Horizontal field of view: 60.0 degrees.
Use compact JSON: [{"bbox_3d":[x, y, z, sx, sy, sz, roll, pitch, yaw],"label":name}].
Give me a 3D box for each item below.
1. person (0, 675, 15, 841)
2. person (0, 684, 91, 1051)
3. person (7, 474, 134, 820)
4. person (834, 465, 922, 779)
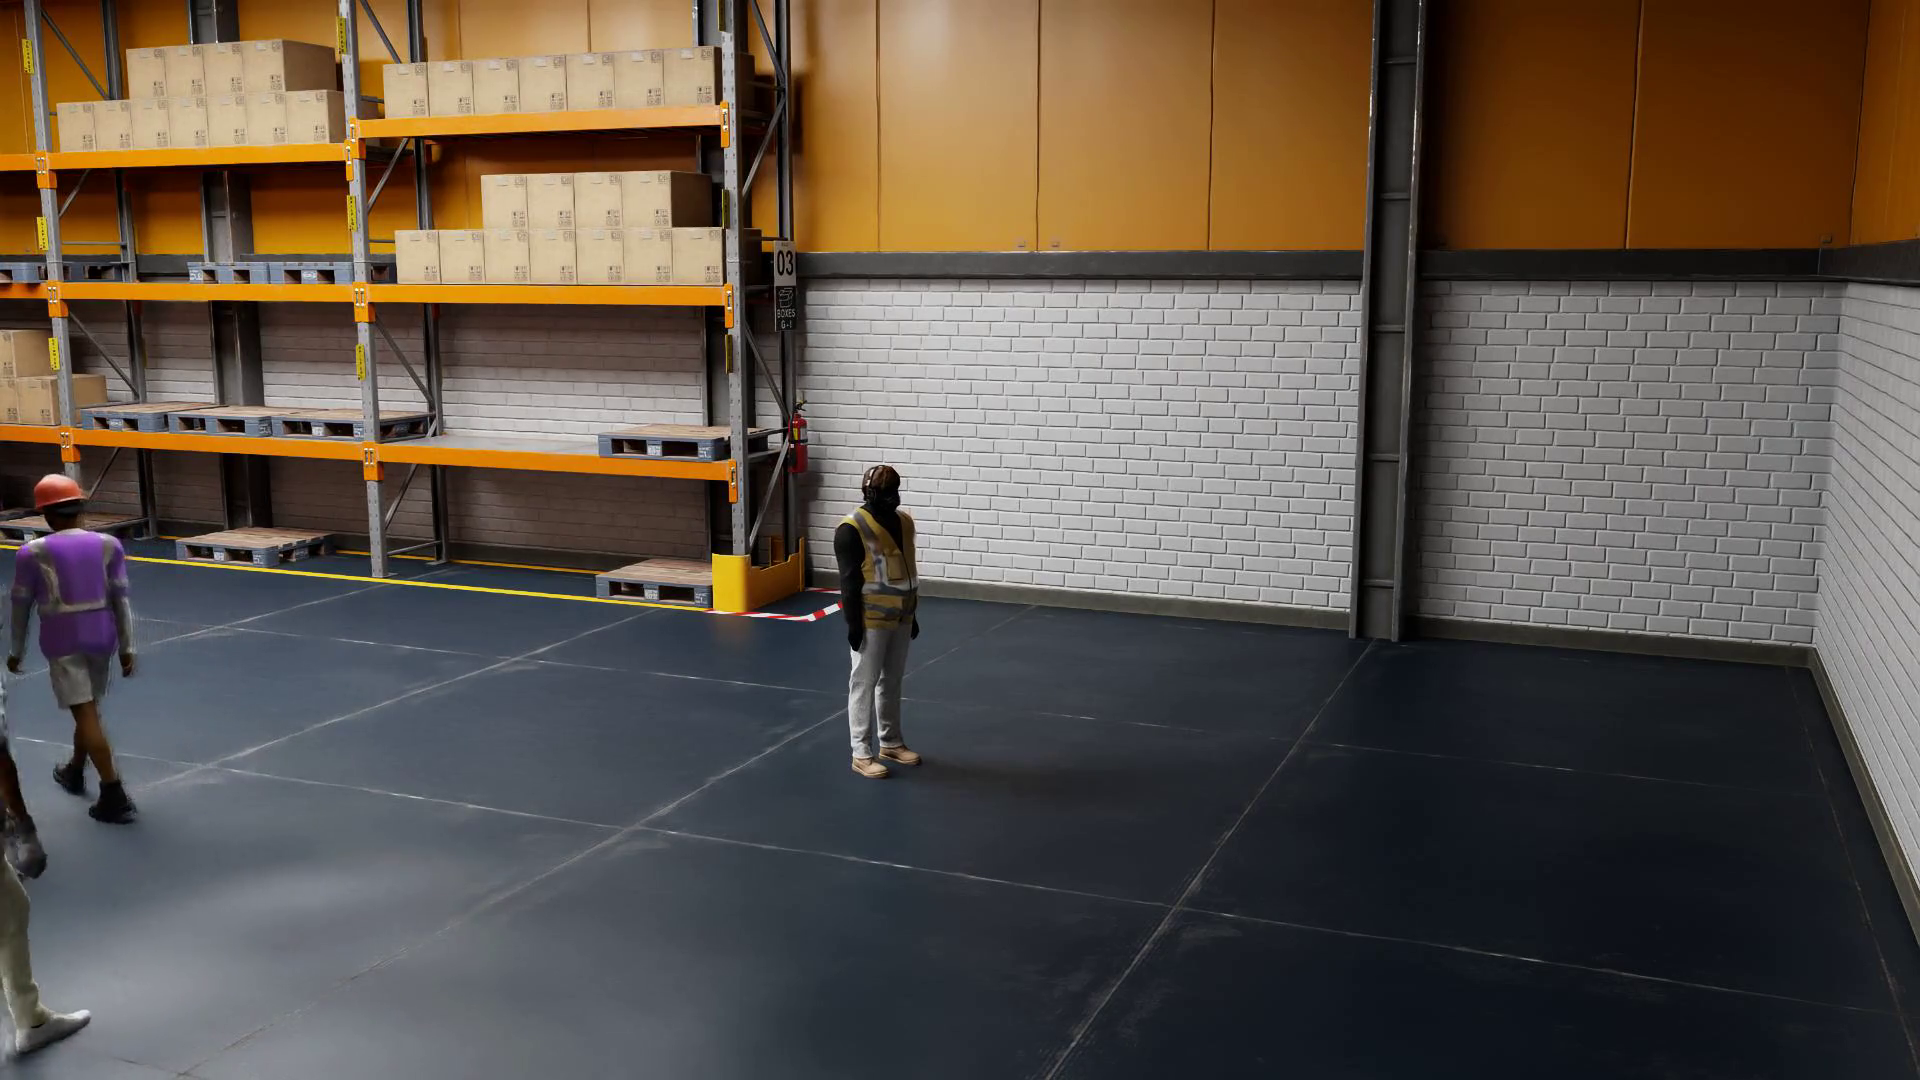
[{"bbox_3d":[-5.230,0.738,8.639,0.610,1.716,0.532,4,10,21],"label":"person"},{"bbox_3d":[-3.731,1.086,6.180,0.586,1.830,0.749,7,12,37],"label":"person"},{"bbox_3d":[-4.880,0.579,9.197,1.042,1.875,0.557,8,12,41],"label":"person"},{"bbox_3d":[-0.457,0.470,9.896,0.429,1.844,0.627,7,12,36],"label":"person"}]
